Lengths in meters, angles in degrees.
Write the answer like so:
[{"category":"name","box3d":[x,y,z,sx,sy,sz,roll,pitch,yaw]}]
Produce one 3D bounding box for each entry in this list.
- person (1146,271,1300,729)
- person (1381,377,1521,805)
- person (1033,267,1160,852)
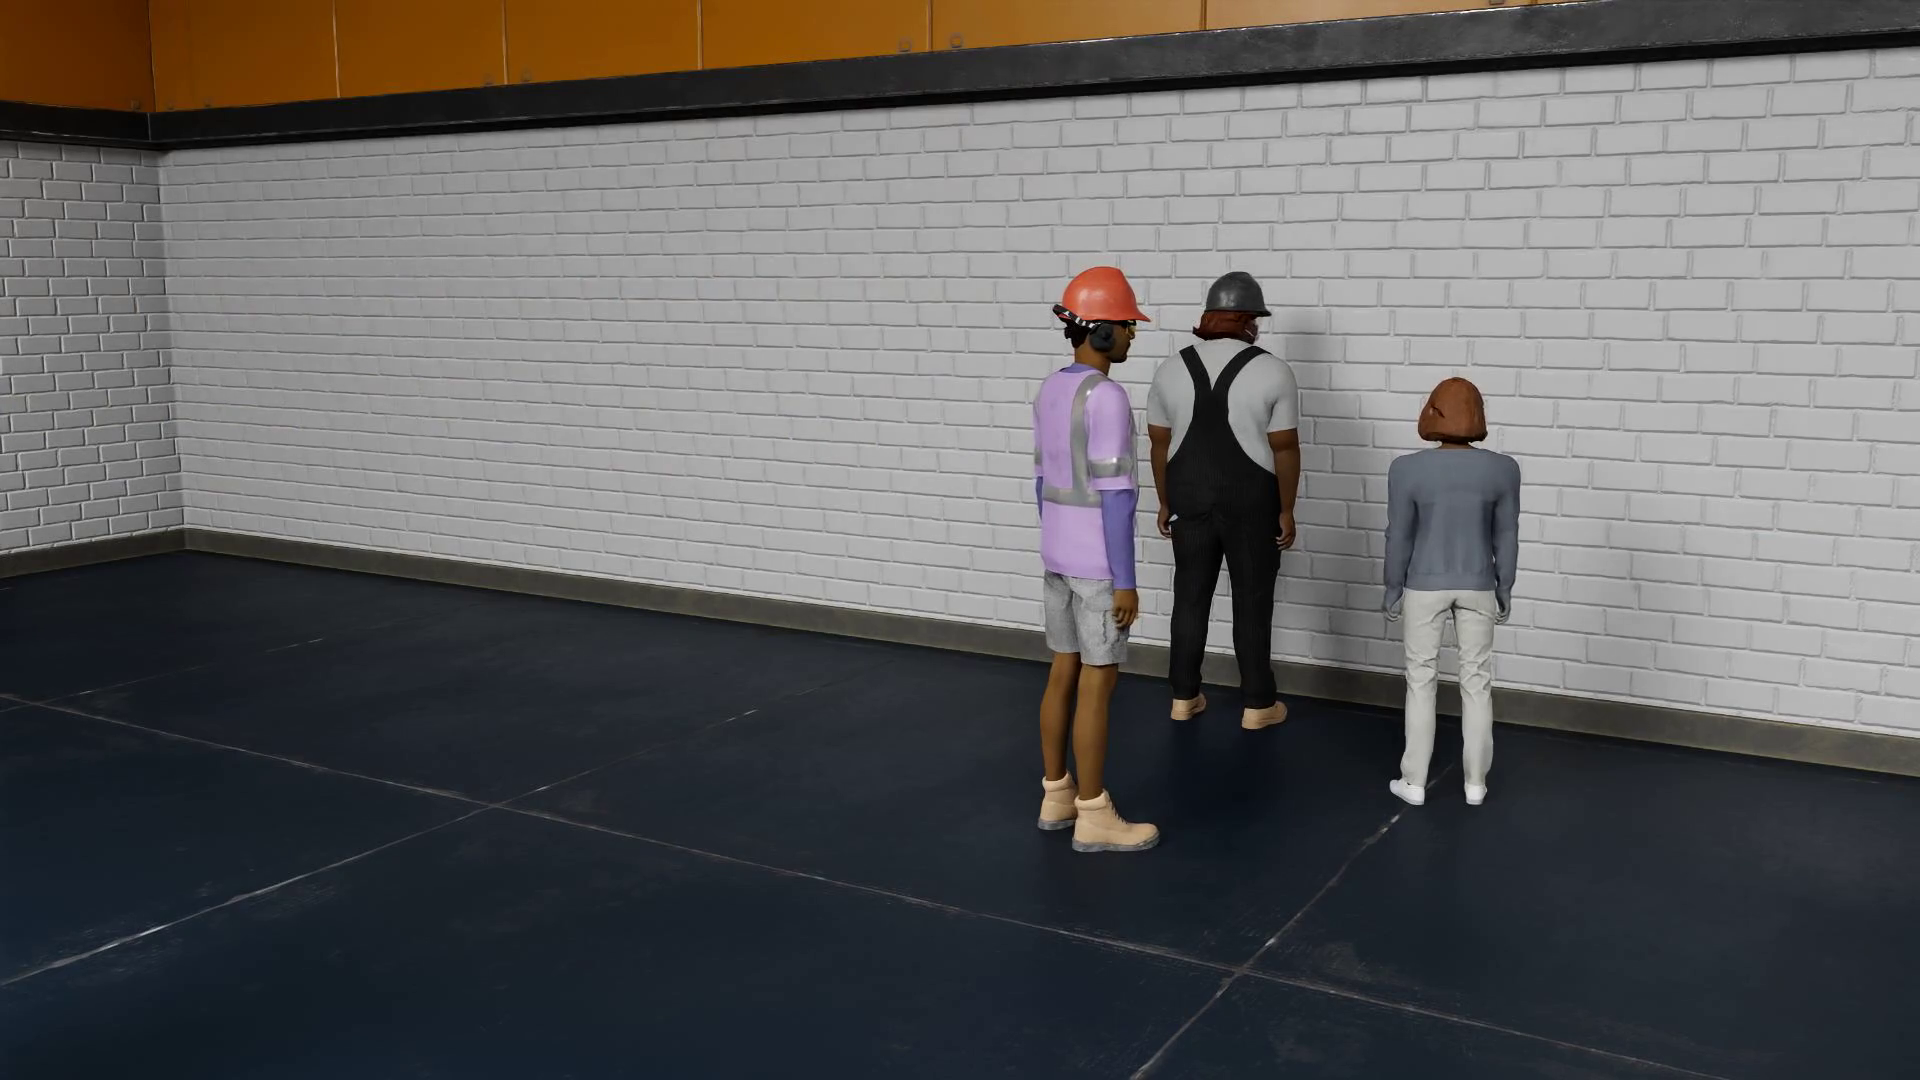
[{"category":"person","box3d":[1.213,-0.187,7.489,0.688,2.000,0.535,5,10,29]},{"category":"person","box3d":[1.857,0.201,6.325,0.504,1.636,0.280,0,9,2]},{"category":"person","box3d":[0.475,0.070,5.878,0.375,2.044,0.604,-4,10,-22]}]
